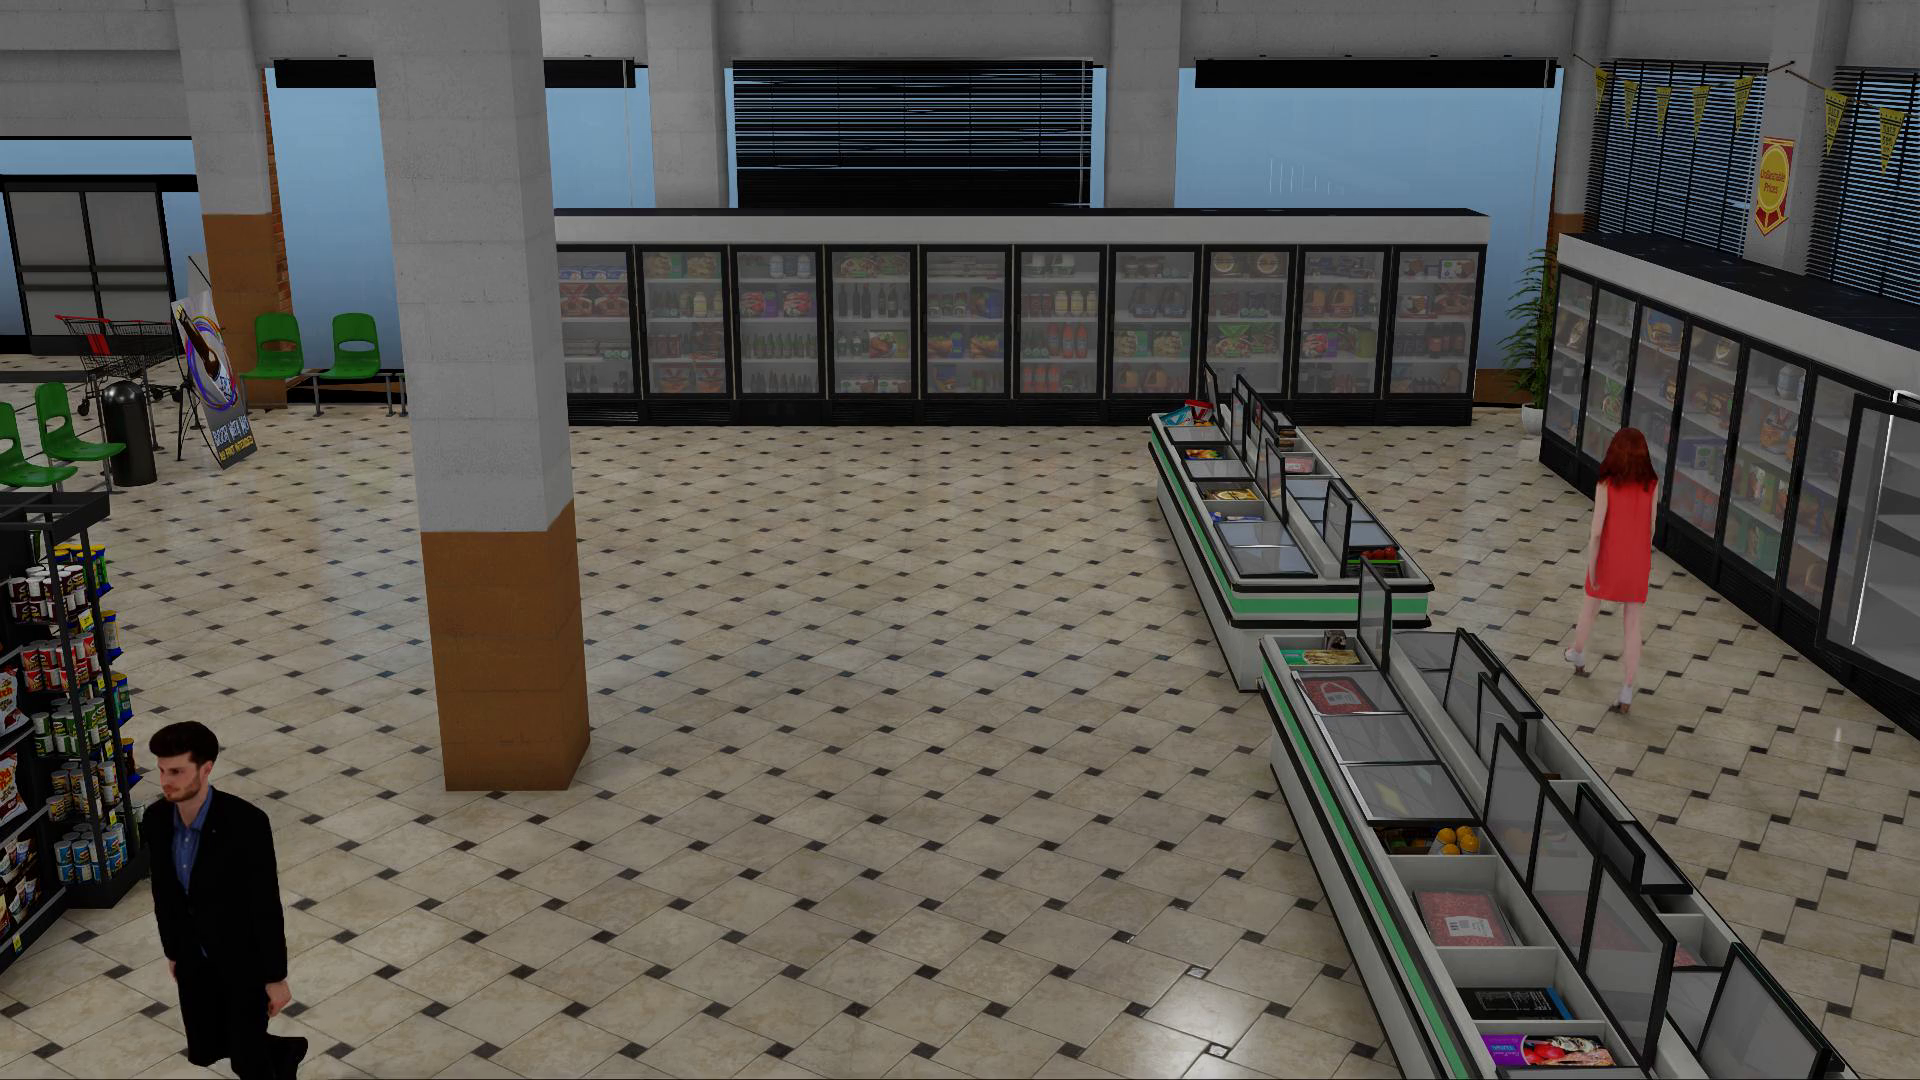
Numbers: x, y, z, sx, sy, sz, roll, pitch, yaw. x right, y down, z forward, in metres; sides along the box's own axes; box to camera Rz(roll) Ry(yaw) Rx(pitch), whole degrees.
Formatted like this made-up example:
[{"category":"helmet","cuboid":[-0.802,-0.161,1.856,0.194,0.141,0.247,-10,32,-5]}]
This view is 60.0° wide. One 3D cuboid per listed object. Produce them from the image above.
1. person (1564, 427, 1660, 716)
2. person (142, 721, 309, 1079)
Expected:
[{"category":"person","cuboid":[4.197,0.231,10.477,0.643,1.775,1.147,1,17,3]},{"category":"person","cuboid":[-2.654,1.493,6.154,0.819,1.872,0.991,3,17,11]}]
